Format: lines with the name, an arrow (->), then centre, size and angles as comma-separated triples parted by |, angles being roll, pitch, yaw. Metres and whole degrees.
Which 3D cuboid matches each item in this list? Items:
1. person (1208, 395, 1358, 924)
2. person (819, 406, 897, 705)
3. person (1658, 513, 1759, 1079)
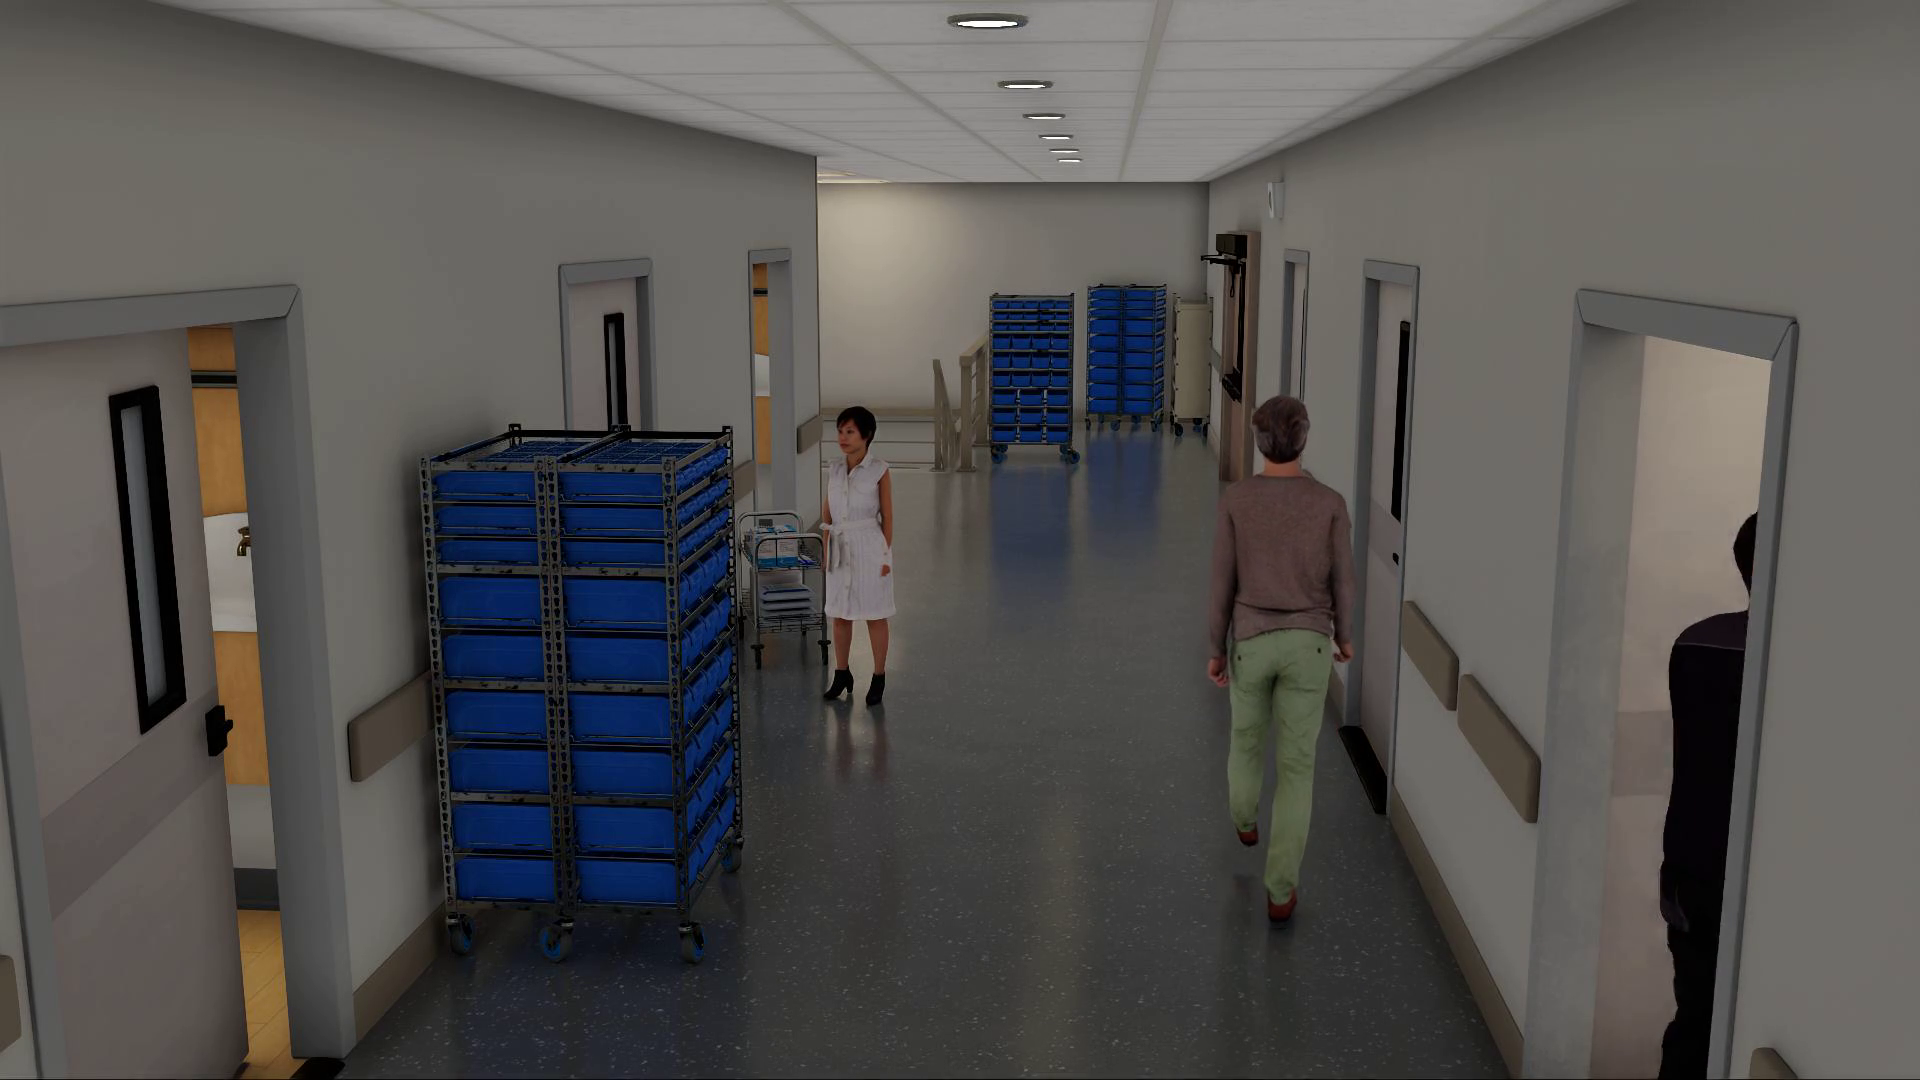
person -> 1.141, 0.453, 5.936 | 0.822, 1.833, 1.206 | 3, 11, 16
person -> -0.535, 0.073, 8.684 | 0.623, 1.556, 0.614 | 5, 12, 23
person -> 1.781, 0.844, 3.873 | 0.897, 1.834, 0.774 | -4, 12, -21
